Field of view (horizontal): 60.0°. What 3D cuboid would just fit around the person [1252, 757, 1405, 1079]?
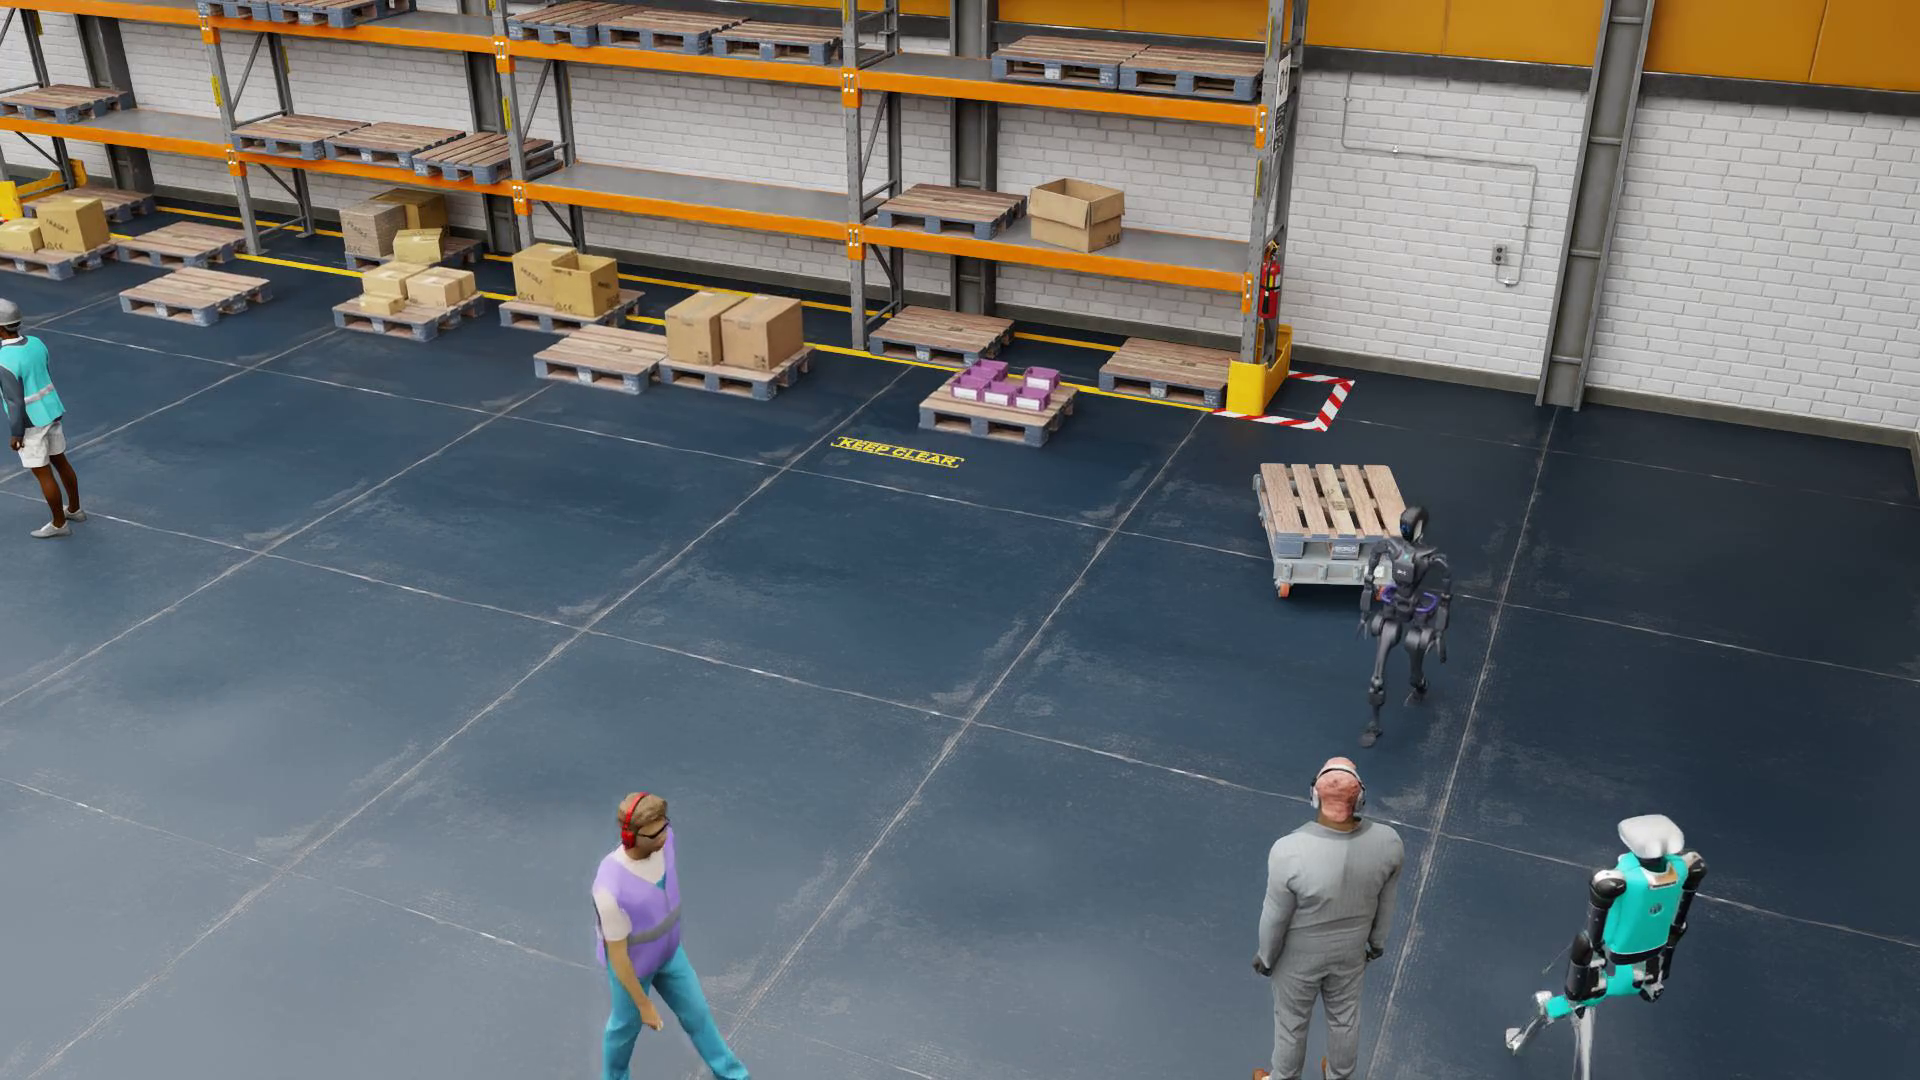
[{"bbox_3d":[1.646,1.824,7.612,0.650,1.904,0.406,-6,28,-11],"label":"person"}]

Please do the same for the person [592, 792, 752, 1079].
[{"bbox_3d":[-1.314,1.930,7.516,0.933,1.800,0.581,12,30,22],"label":"person"}]

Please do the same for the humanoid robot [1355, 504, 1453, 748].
[{"bbox_3d":[2.833,0.494,10.515,0.609,1.642,0.795,17,32,30],"label":"humanoid robot"}]

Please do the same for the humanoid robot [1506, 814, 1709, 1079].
[{"bbox_3d":[2.894,1.908,7.720,0.545,1.862,0.848,-7,28,-13],"label":"humanoid robot"}]

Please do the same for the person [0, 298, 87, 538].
[{"bbox_3d":[-7.191,-0.947,12.947,0.414,1.940,0.560,1,27,2],"label":"person"}]
